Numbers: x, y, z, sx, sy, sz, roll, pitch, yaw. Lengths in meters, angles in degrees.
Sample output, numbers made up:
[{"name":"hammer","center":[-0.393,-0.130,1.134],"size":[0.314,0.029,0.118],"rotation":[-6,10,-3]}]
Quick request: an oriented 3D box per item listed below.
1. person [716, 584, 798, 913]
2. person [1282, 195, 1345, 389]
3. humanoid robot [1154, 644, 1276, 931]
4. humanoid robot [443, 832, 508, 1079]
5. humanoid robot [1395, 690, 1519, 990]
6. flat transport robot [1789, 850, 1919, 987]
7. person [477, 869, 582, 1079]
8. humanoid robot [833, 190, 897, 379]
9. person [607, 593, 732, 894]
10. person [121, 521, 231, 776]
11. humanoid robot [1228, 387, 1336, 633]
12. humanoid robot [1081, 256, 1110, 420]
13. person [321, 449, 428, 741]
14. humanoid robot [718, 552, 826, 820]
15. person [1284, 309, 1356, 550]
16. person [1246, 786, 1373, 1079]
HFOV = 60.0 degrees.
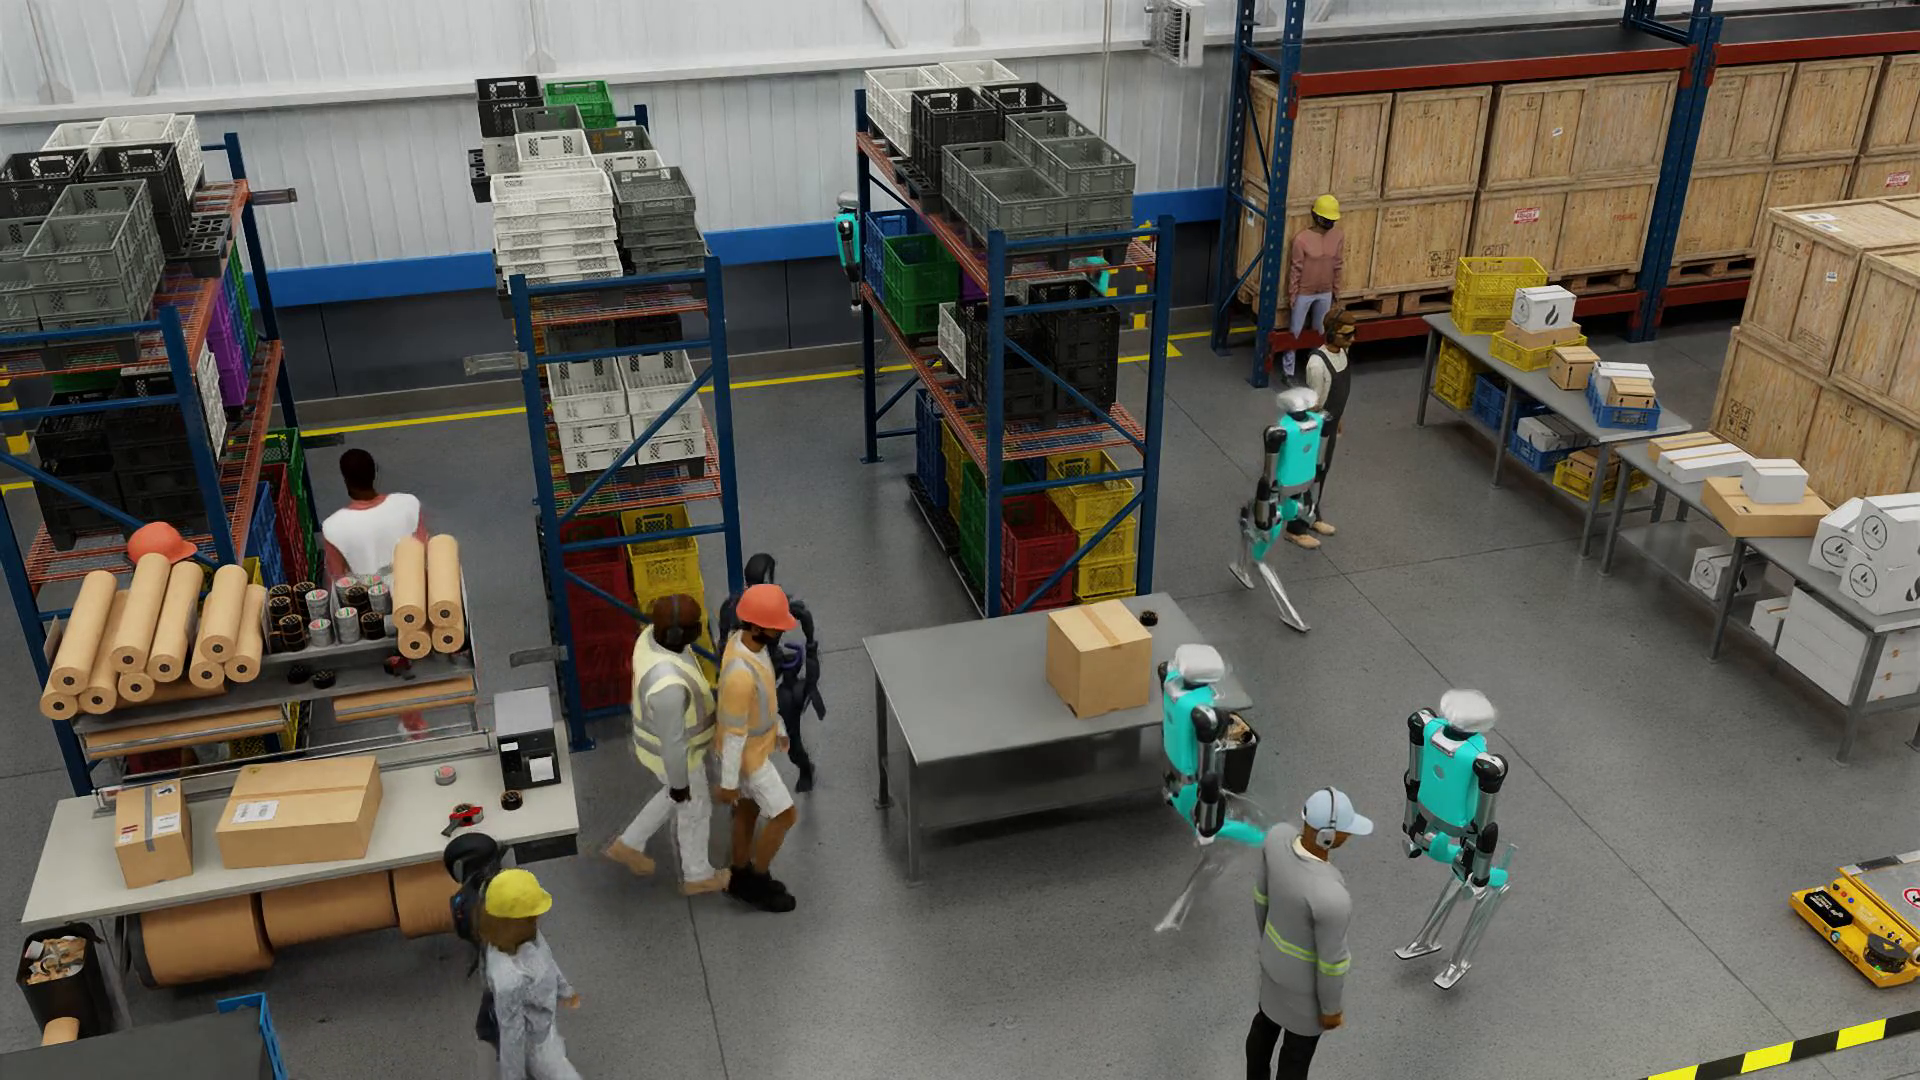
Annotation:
[{"name":"person","center":[-1.026,1.067,8.527],"size":[0.499,1.907,0.557],"rotation":[-3,29,-5]},{"name":"person","center":[3.108,-2.166,14.557],"size":[0.523,1.761,0.336],"rotation":[-10,30,-17]},{"name":"humanoid robot","center":[1.437,1.252,8.394],"size":[0.966,1.772,0.539],"rotation":[-9,30,-15]},{"name":"humanoid robot","center":[-1.986,1.906,7.235],"size":[0.341,1.649,0.600],"rotation":[-12,31,-21]},{"name":"humanoid robot","center":[2.466,1.386,7.975],"size":[0.735,1.677,0.533],"rotation":[-17,33,-28]},{"name":"flat transport robot","center":[5.163,1.916,8.676],"size":[1.431,0.231,0.659],"rotation":[-8,30,-14]},{"name":"person","center":[-1.771,2.042,6.934],"size":[0.765,1.711,0.488],"rotation":[-5,29,-9]},{"name":"humanoid robot","center":[-0.722,-2.231,14.556],"size":[0.735,1.677,0.533],"rotation":[-1,29,-1]},{"name":"person","center":[-1.531,1.078,8.592],"size":[0.577,1.823,0.652],"rotation":[-9,30,-16]},{"name":"person","center":[-4.067,0.817,8.835],"size":[0.613,2.042,0.370],"rotation":[25,37,37]},{"name":"humanoid robot","center":[2.049,-0.283,11.196],"size":[0.542,1.762,1.039],"rotation":[-16,33,-27]},{"name":"humanoid robot","center":[0.798,-1.692,13.769],"size":[0.882,1.833,0.559],"rotation":[6,29,11]},{"name":"person","center":[-3.494,0.294,9.944],"size":[0.593,1.882,0.891],"rotation":[-24,37,-37]},{"name":"humanoid robot","center":[-1.040,0.801,9.283],"size":[0.598,1.649,0.526],"rotation":[3,29,6]},{"name":"person","center":[2.615,-0.807,12.008],"size":[0.338,1.839,0.503],"rotation":[18,34,30]},{"name":"person","center":[1.491,1.835,7.186],"size":[0.407,1.847,0.588],"rotation":[-10,30,-17]}]
